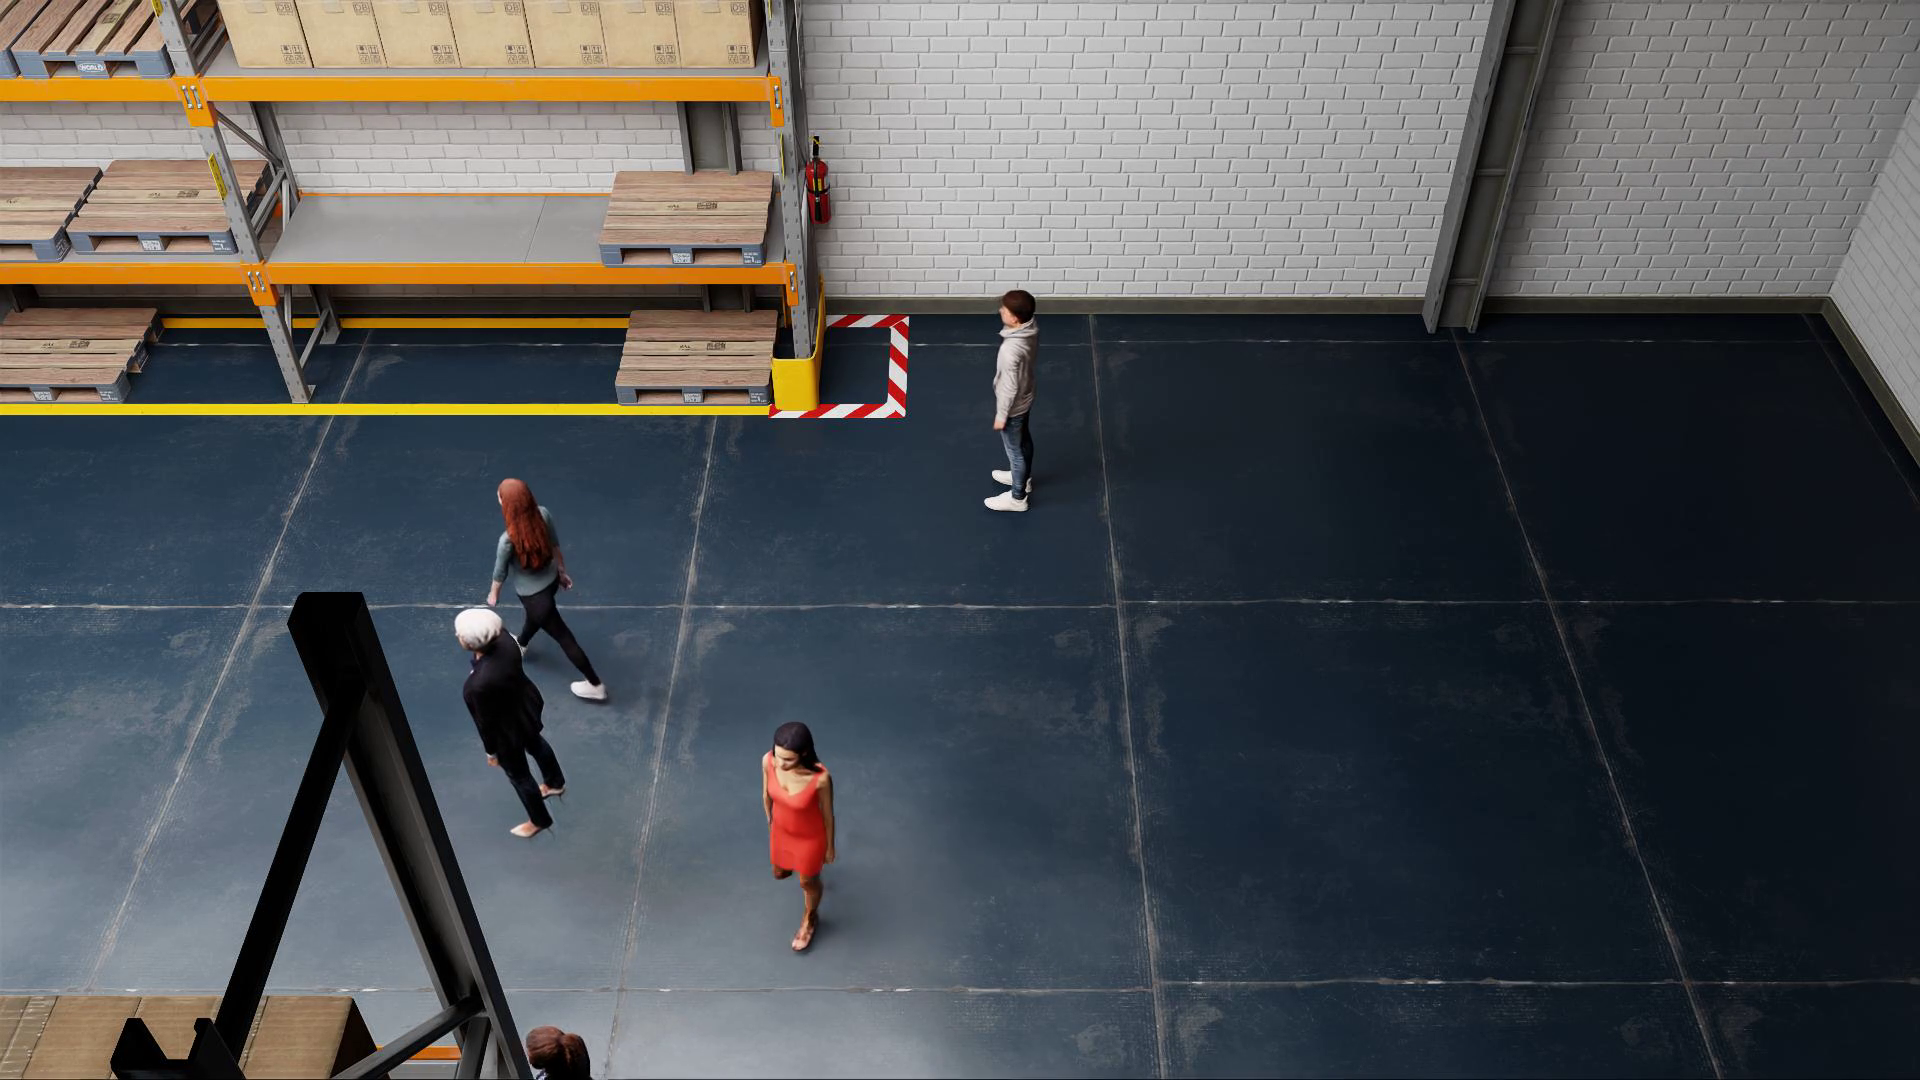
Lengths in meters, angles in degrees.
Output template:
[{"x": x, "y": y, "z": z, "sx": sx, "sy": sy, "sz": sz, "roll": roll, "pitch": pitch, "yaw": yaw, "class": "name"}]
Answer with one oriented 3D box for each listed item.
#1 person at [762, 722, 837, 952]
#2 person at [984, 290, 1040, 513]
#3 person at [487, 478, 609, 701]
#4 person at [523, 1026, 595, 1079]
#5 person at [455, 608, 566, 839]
[{"x": -0.842, "y": 1.542, "z": 9.141, "sx": 0.844, "sy": 1.708, "sz": 0.806, "roll": 14, "pitch": 45, "yaw": 14, "class": "person"}, {"x": 0.399, "y": -0.985, "z": 11.688, "sx": 0.644, "sy": 1.855, "sz": 0.716, "roll": 9, "pitch": 44, "yaw": 9, "class": "person"}, {"x": -2.554, "y": 0.370, "z": 10.390, "sx": 1.232, "sy": 1.684, "sz": 0.967, "roll": 20, "pitch": 47, "yaw": 19, "class": "person"}, {"x": -1.702, "y": 2.783, "z": 7.837, "sx": 0.858, "sy": 1.710, "sz": 0.654, "roll": 8, "pitch": 44, "yaw": 8, "class": "person"}, {"x": -2.410, "y": 0.934, "z": 8.968, "sx": 0.653, "sy": 1.778, "sz": 0.760, "roll": 8, "pitch": 44, "yaw": 8, "class": "person"}]
